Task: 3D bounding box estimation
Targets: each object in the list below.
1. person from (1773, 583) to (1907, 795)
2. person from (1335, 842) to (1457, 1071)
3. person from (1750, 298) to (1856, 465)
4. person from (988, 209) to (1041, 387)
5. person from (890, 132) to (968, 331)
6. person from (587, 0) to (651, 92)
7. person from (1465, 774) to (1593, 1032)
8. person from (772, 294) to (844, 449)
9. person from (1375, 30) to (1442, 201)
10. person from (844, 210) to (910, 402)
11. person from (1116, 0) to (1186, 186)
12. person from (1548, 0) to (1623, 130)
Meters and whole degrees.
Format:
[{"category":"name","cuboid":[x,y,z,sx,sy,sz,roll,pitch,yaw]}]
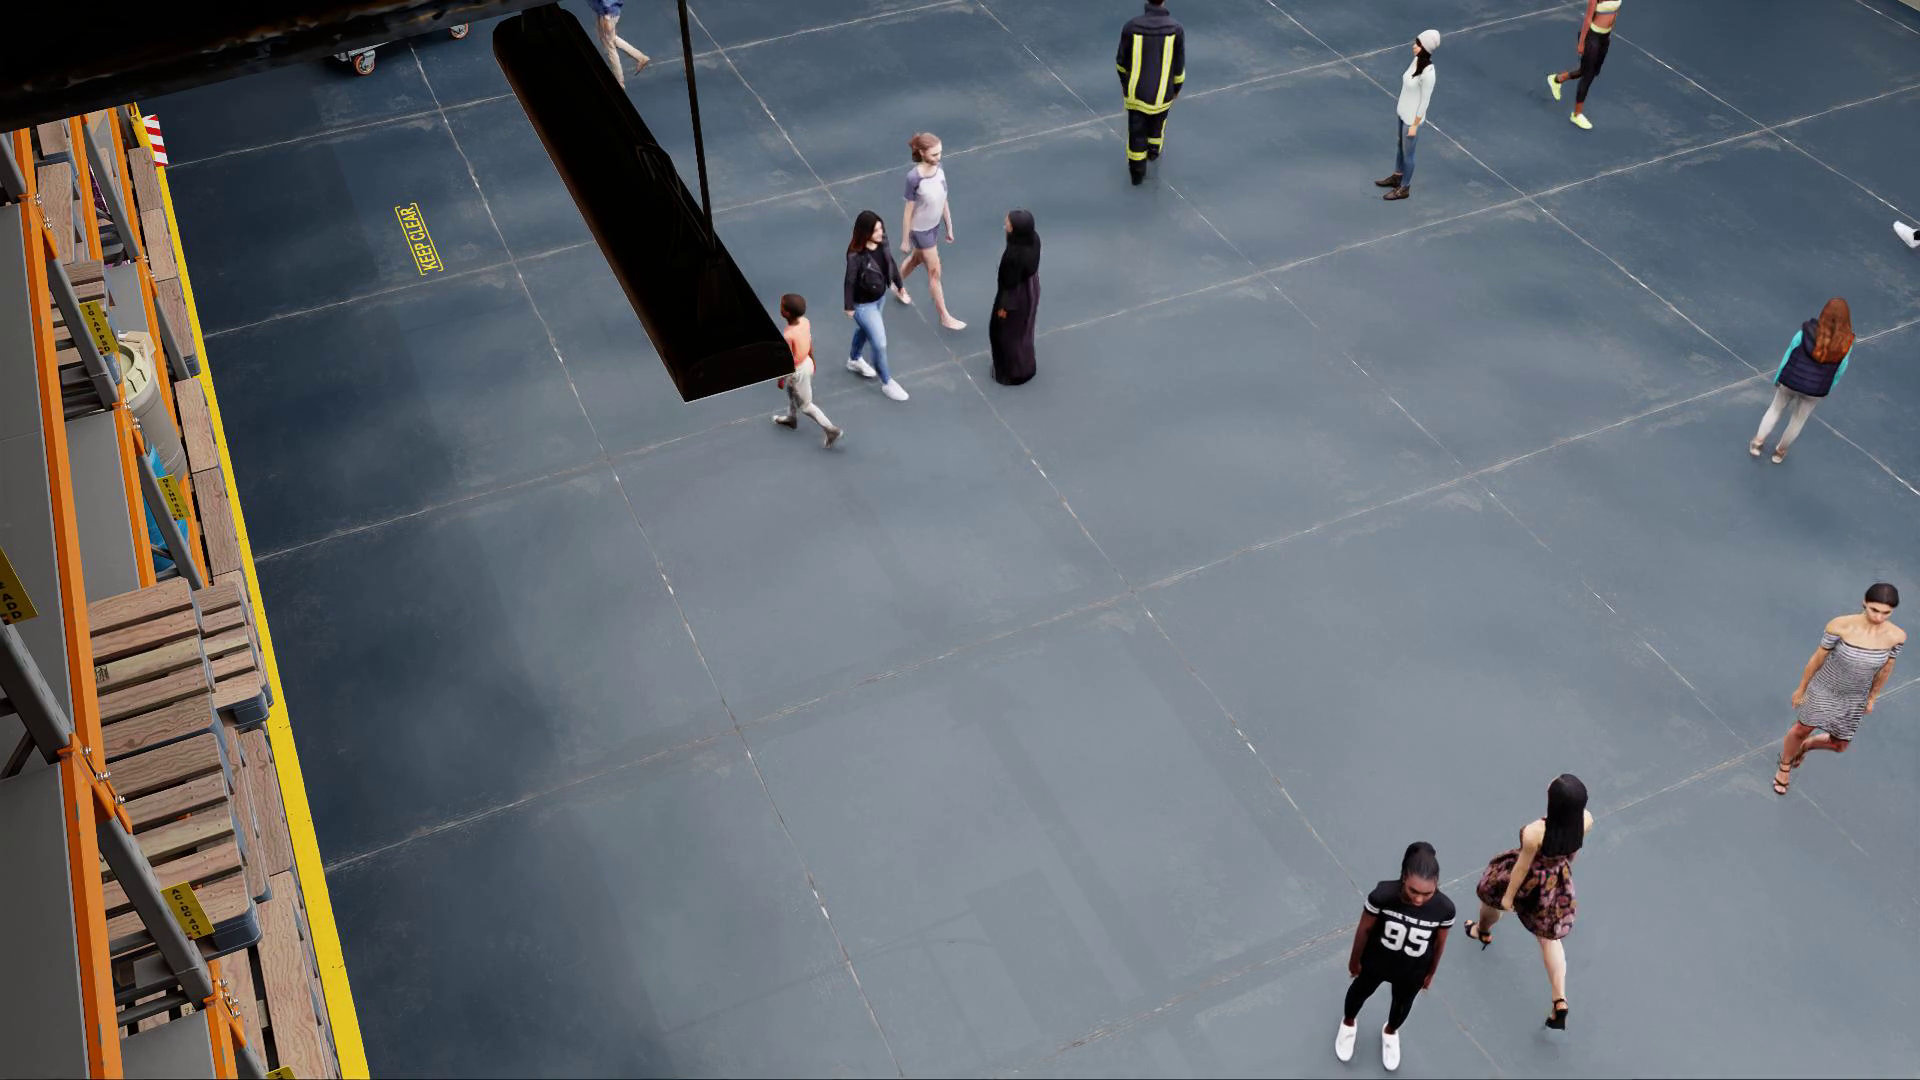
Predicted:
[{"category":"person","cuboid":[5.305,0.867,10.096,0.780,1.810,0.837,11,45,11]},{"category":"person","cuboid":[2.290,2.199,8.758,0.692,1.729,0.731,9,44,9]},{"category":"person","cuboid":[6.331,-1.158,12.451,0.716,1.495,0.782,22,48,21]},{"category":"person","cuboid":[0.457,-1.969,13.220,0.793,1.608,0.746,27,50,26]},{"category":"person","cuboid":[-0.348,-2.613,13.817,1.163,1.717,0.941,29,51,27]},{"category":"person","cuboid":[-3.439,-5.291,16.652,0.774,1.684,0.790,-8,44,-8]},{"category":"person","cuboid":[3.163,1.941,9.016,0.687,1.746,1.149,-13,45,-13]},{"category":"person","cuboid":[-1.177,-1.286,12.730,0.937,1.295,0.834,17,46,17]},{"category":"person","cuboid":[4.131,-3.900,15.221,0.686,1.645,0.543,-4,44,-5]},{"category":"person","cuboid":[-0.780,-1.915,13.163,1.058,1.609,0.940,23,48,22]},{"category":"person","cuboid":[1.741,-4.160,15.310,1.093,1.898,1.187,5,44,6]},{"category":"person","cuboid":[6.124,-4.913,16.217,0.651,1.737,0.932,-24,49,-23]}]
